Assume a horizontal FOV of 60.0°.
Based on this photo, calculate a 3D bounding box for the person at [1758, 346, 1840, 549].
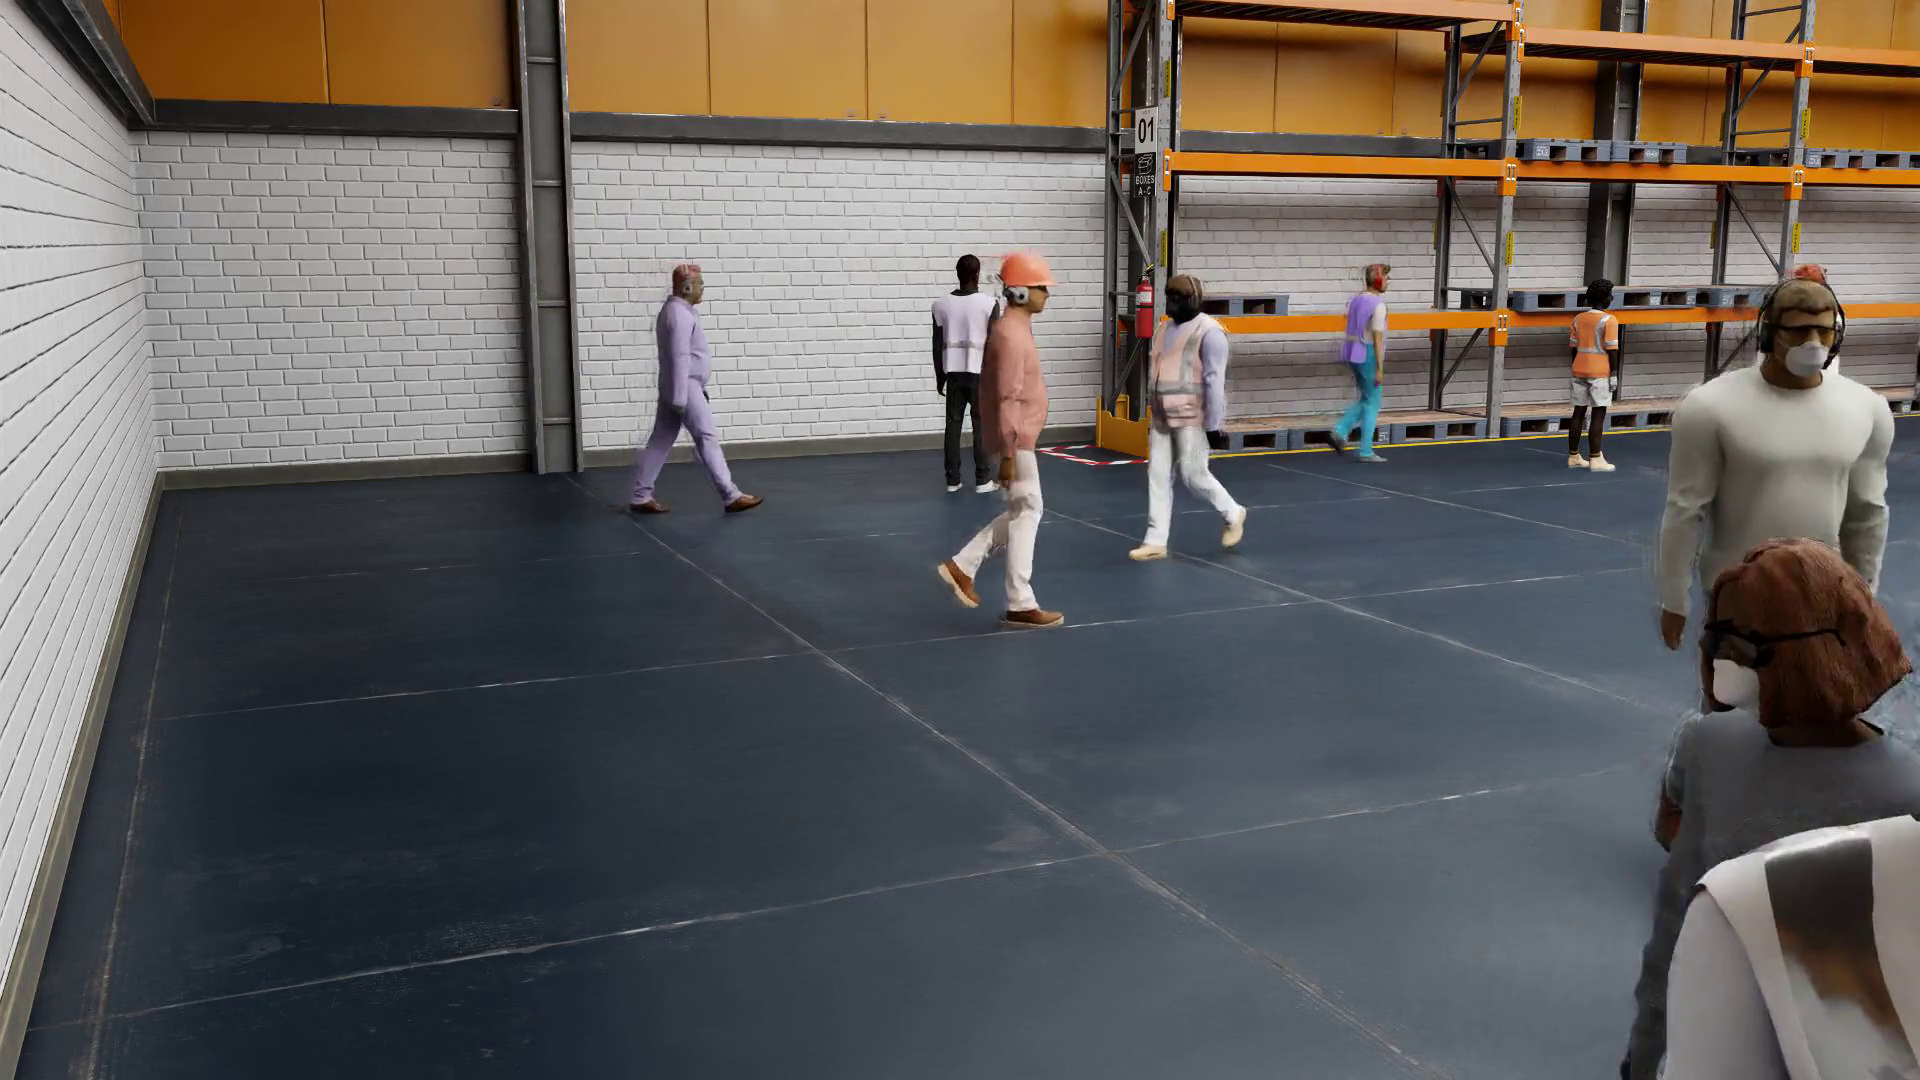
[{"bbox_3d":[3.097,0.029,6.256,0.527,1.772,0.301,-2,10,-12],"label":"person"}]

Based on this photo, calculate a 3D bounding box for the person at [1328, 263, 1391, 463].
[{"bbox_3d":[3.701,-1.601,15.165,0.457,1.827,0.587,-2,10,-12],"label":"person"}]

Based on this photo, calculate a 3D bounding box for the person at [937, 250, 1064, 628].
[{"bbox_3d":[0.231,-0.511,8.673,0.568,1.978,0.634,0,10,0],"label":"person"}]

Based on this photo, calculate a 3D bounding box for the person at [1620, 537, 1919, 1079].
[{"bbox_3d":[1.113,0.799,2.382,0.598,1.609,0.533,-2,10,-10],"label":"person"}]

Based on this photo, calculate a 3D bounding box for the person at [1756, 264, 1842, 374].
[{"bbox_3d":[5.828,-0.979,11.607,0.540,1.868,0.597,-9,14,-41],"label":"person"}]

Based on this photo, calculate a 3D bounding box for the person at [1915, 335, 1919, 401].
[{"bbox_3d":[7.881,-1.282,13.110,0.612,1.936,0.560,5,11,25],"label":"person"}]

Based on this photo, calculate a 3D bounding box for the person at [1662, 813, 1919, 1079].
[{"bbox_3d":[0.844,0.863,1.340,0.571,1.869,0.430,0,10,-1],"label":"person"}]

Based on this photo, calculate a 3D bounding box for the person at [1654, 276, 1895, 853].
[{"bbox_3d":[2.440,0.165,5.060,0.642,1.922,0.553,0,10,2],"label":"person"}]

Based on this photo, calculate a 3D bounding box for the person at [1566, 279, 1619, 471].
[{"bbox_3d":[5.618,-1.455,14.727,0.316,1.696,0.541,-4,11,-23],"label":"person"}]

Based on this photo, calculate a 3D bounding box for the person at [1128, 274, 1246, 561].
[{"bbox_3d":[1.456,-0.775,10.584,0.771,1.821,0.643,-6,12,-32],"label":"person"}]

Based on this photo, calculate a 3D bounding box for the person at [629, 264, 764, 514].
[{"bbox_3d":[-2.015,-1.107,12.340,1.001,1.854,0.657,-4,11,-20],"label":"person"}]

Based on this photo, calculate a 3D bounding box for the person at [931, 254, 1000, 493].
[{"bbox_3d":[0.059,-1.335,13.439,0.590,1.919,0.392,4,11,19],"label":"person"}]
